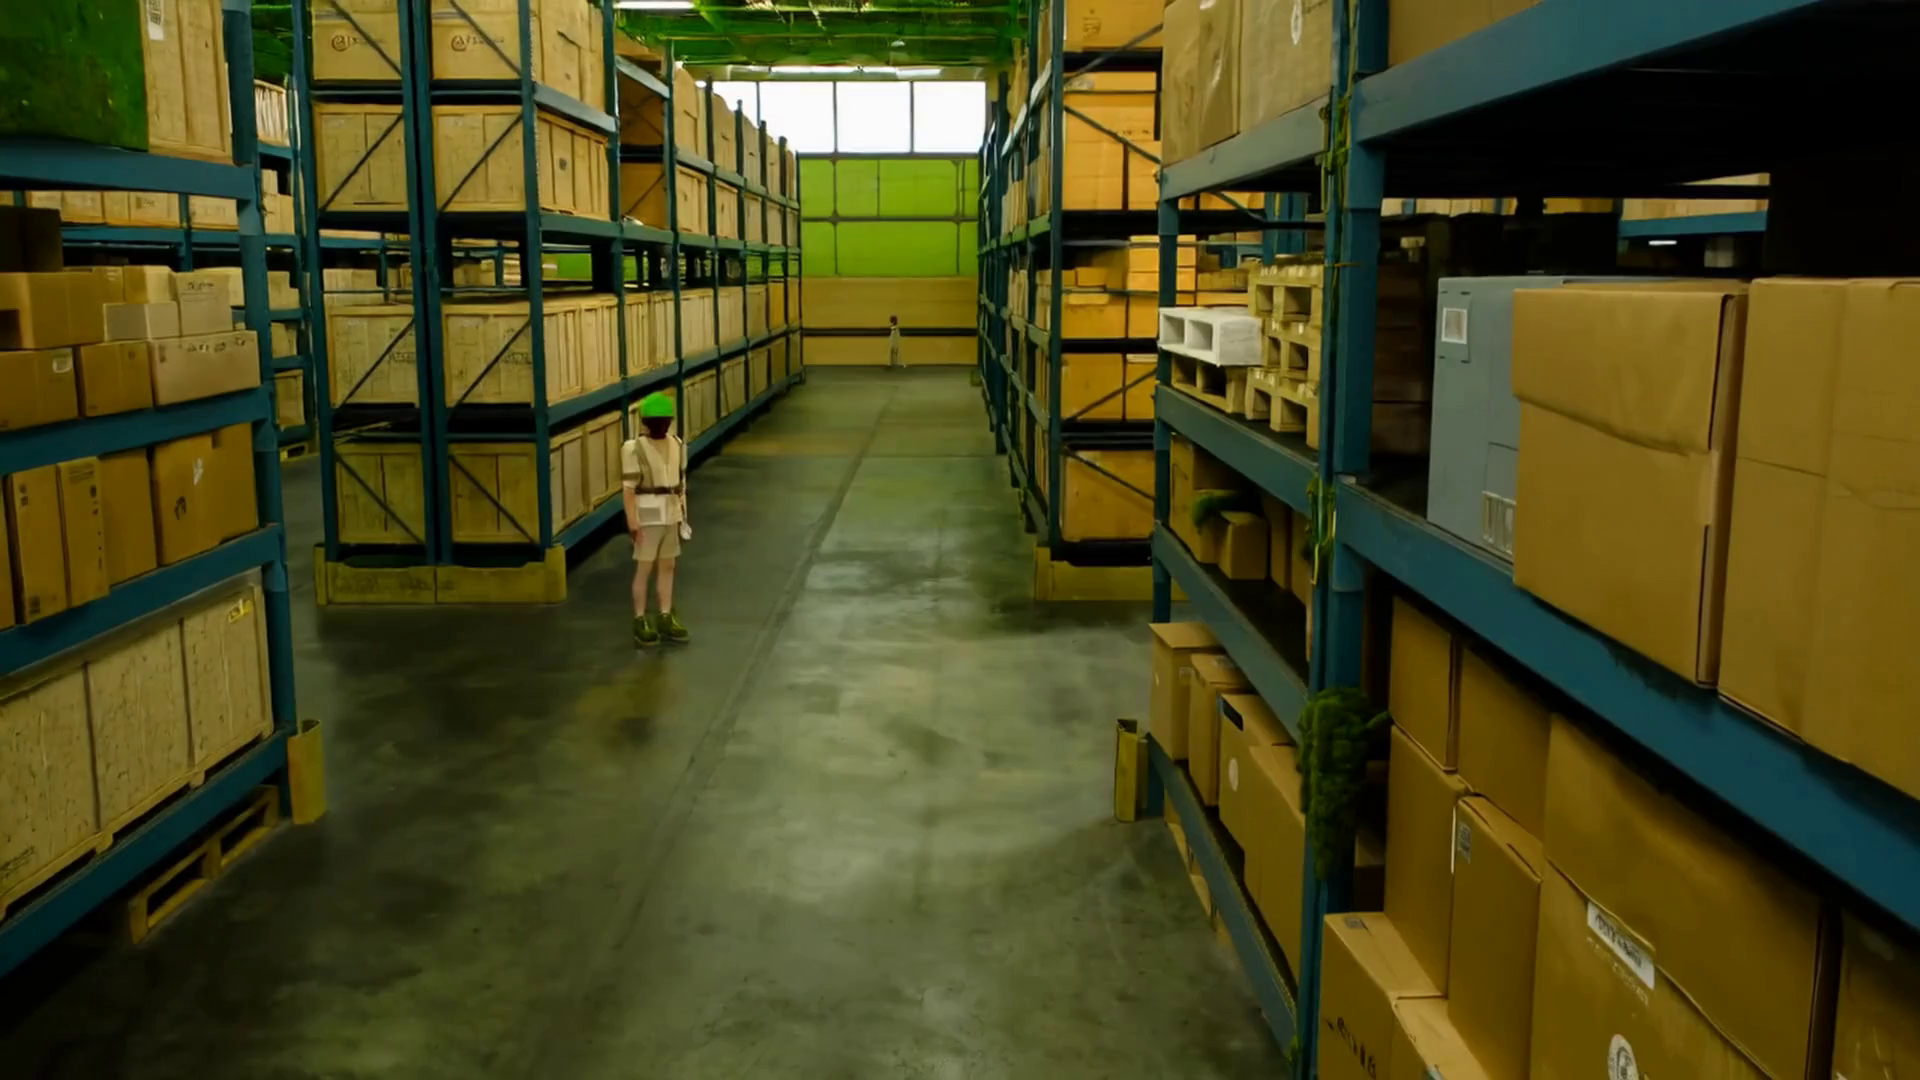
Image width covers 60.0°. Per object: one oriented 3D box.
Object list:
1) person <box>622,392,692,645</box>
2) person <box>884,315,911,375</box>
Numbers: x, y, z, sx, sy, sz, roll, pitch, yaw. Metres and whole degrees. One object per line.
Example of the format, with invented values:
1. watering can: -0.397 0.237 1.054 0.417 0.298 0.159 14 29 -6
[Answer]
1. person: -2.439 -0.181 13.523 0.389 2.045 0.606 9 13 44
2. person: -1.788 -5.563 47.465 0.699 1.733 0.561 0 9 -3
